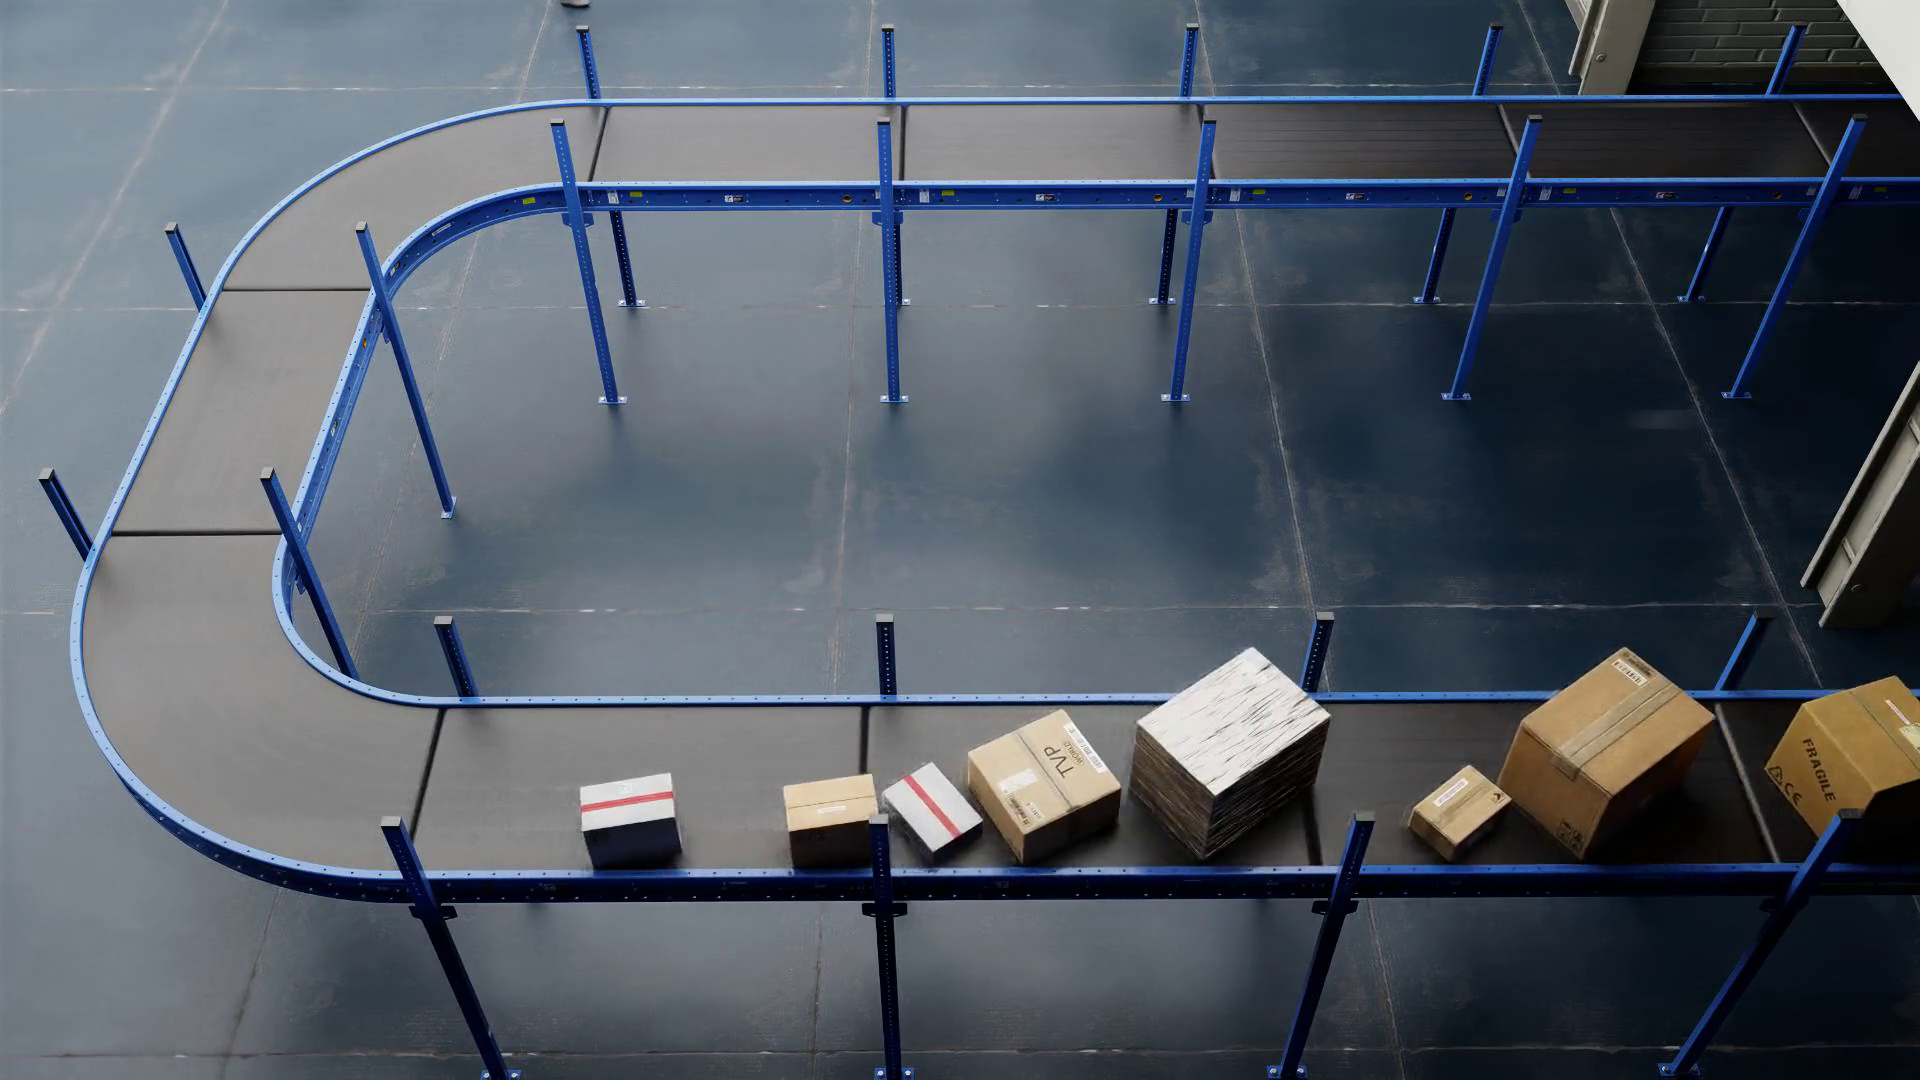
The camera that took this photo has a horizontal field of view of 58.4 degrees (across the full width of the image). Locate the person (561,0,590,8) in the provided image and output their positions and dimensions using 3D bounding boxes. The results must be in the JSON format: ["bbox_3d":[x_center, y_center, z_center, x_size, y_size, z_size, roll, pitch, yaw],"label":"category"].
[{"bbox_3d":[-3.578,-5.666,15.357,0.331,1.768,0.526,-8,47,-7],"label":"person"}]
